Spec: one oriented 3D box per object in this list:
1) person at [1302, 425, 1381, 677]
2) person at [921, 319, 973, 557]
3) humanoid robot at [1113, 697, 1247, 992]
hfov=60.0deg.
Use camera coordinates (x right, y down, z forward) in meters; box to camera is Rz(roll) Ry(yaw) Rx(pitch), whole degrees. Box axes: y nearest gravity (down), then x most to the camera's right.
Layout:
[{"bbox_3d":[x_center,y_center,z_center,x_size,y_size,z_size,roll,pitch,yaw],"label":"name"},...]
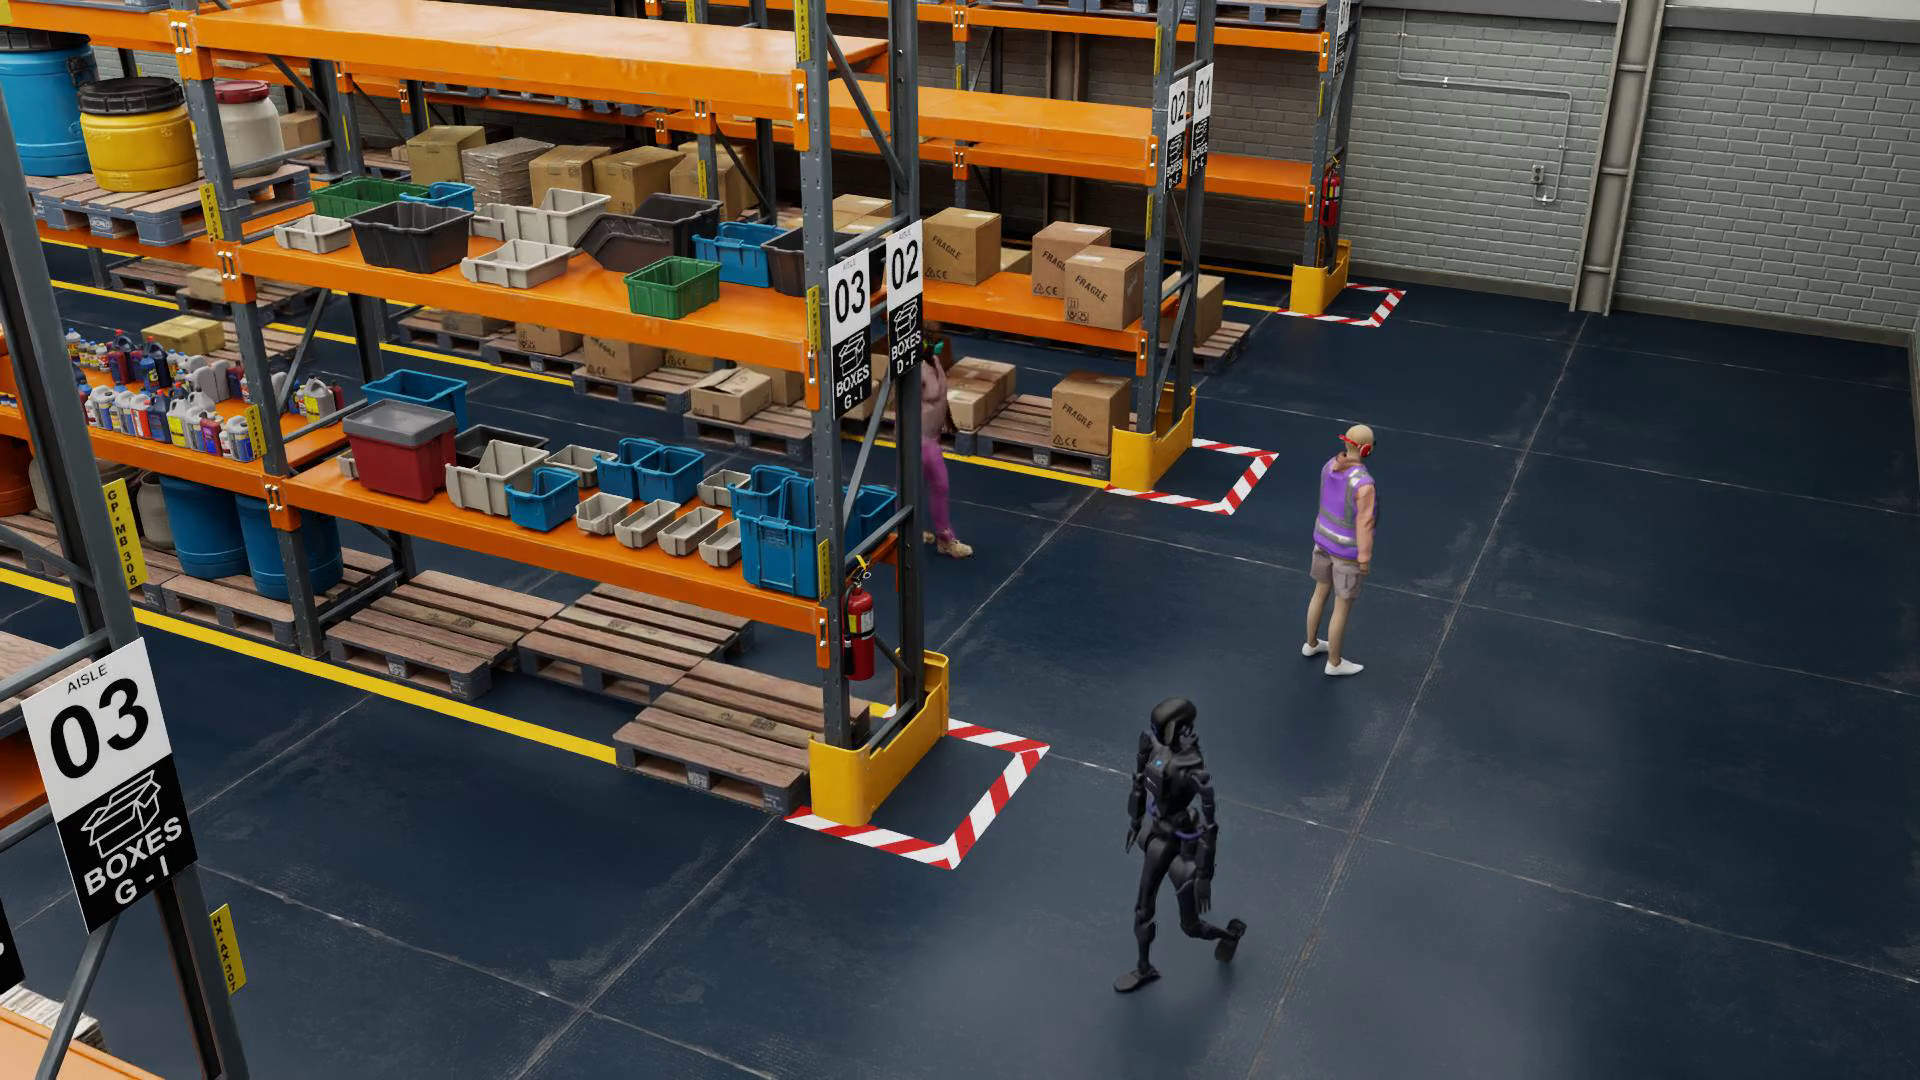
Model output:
[{"bbox_3d":[2.432,0.060,10.584,0.345,1.688,0.489,-11,28,-21],"label":"person"},{"bbox_3d":[-0.140,-0.743,12.095,0.753,1.772,0.545,9,28,17],"label":"person"},{"bbox_3d":[1.075,1.405,7.893,0.676,1.626,0.612,-16,31,-30],"label":"humanoid robot"}]
